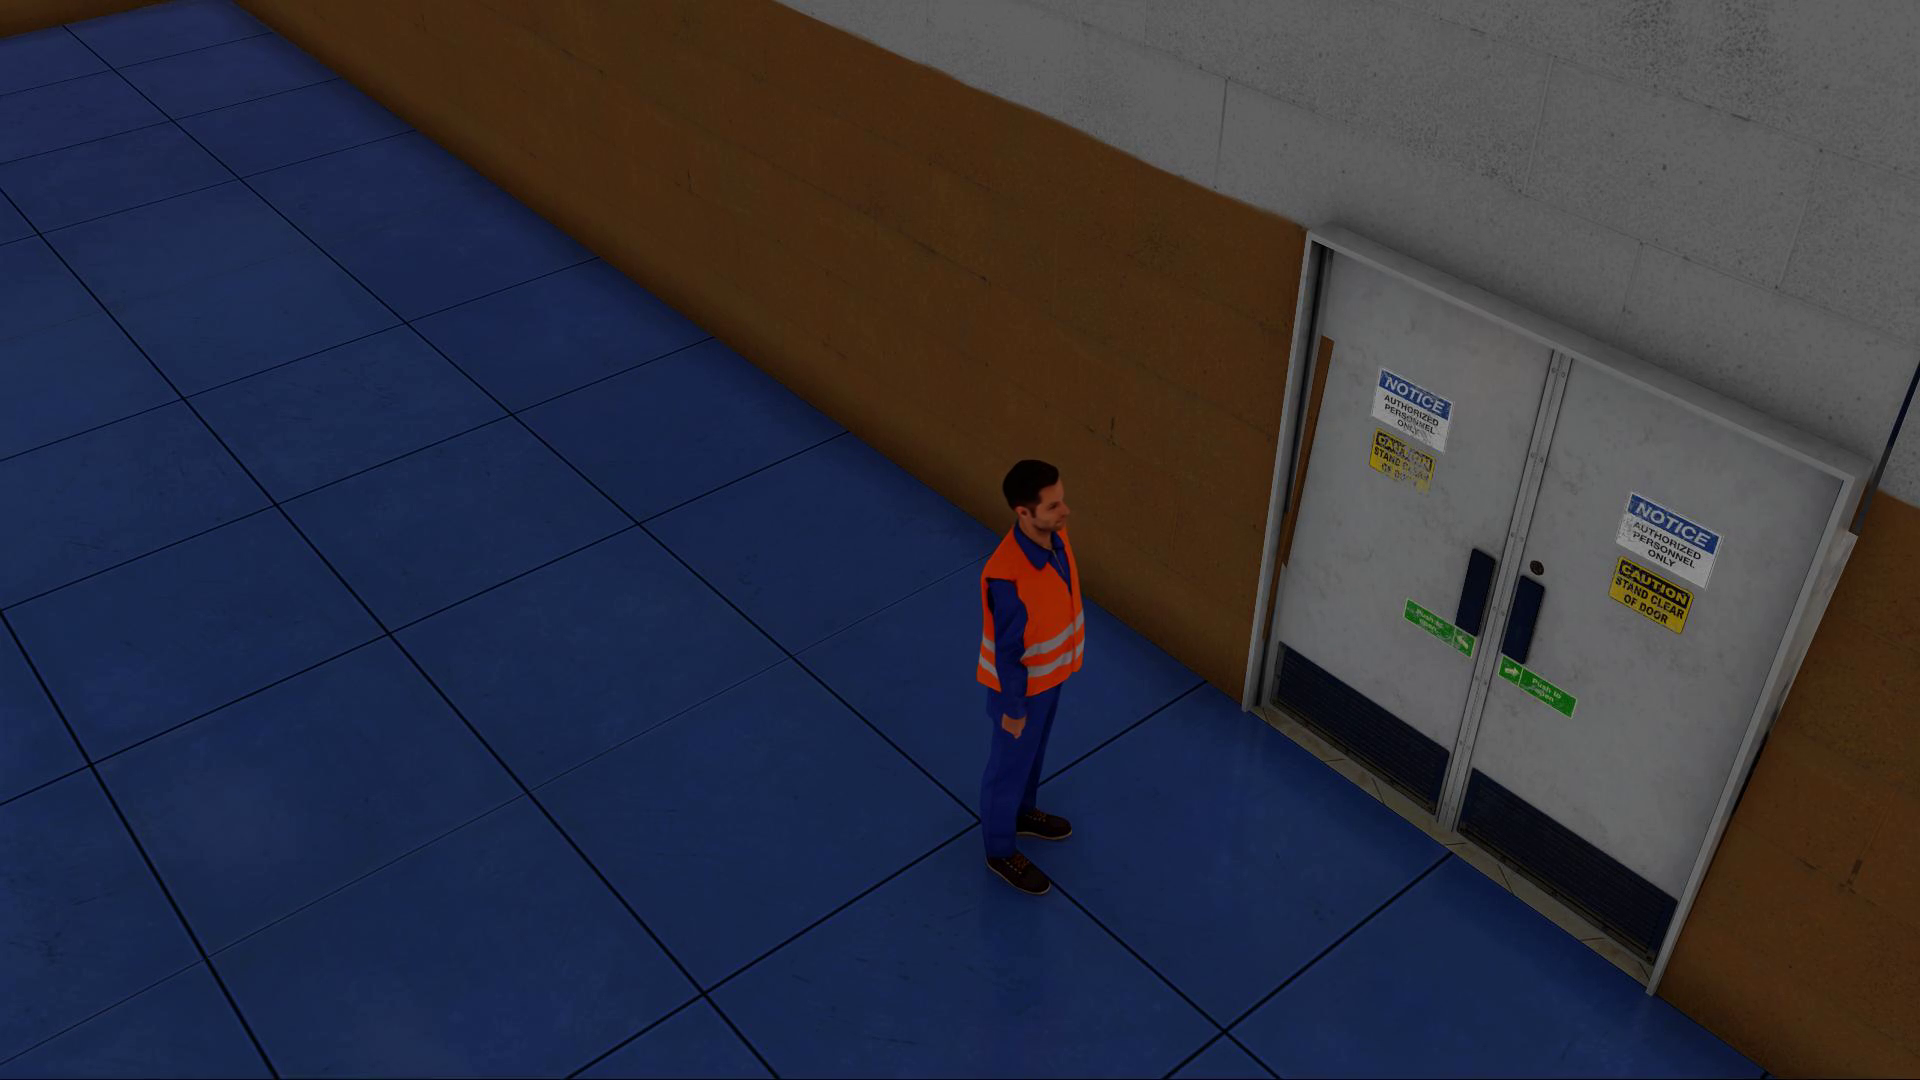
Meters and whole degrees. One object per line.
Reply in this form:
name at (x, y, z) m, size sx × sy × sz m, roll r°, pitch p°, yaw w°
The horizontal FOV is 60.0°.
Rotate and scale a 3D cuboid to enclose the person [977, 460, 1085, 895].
person at (0.247, 0.485, 6.074) m, size 0.845 × 1.864 × 0.720 m, roll 14°, pitch 39°, yaw 17°
